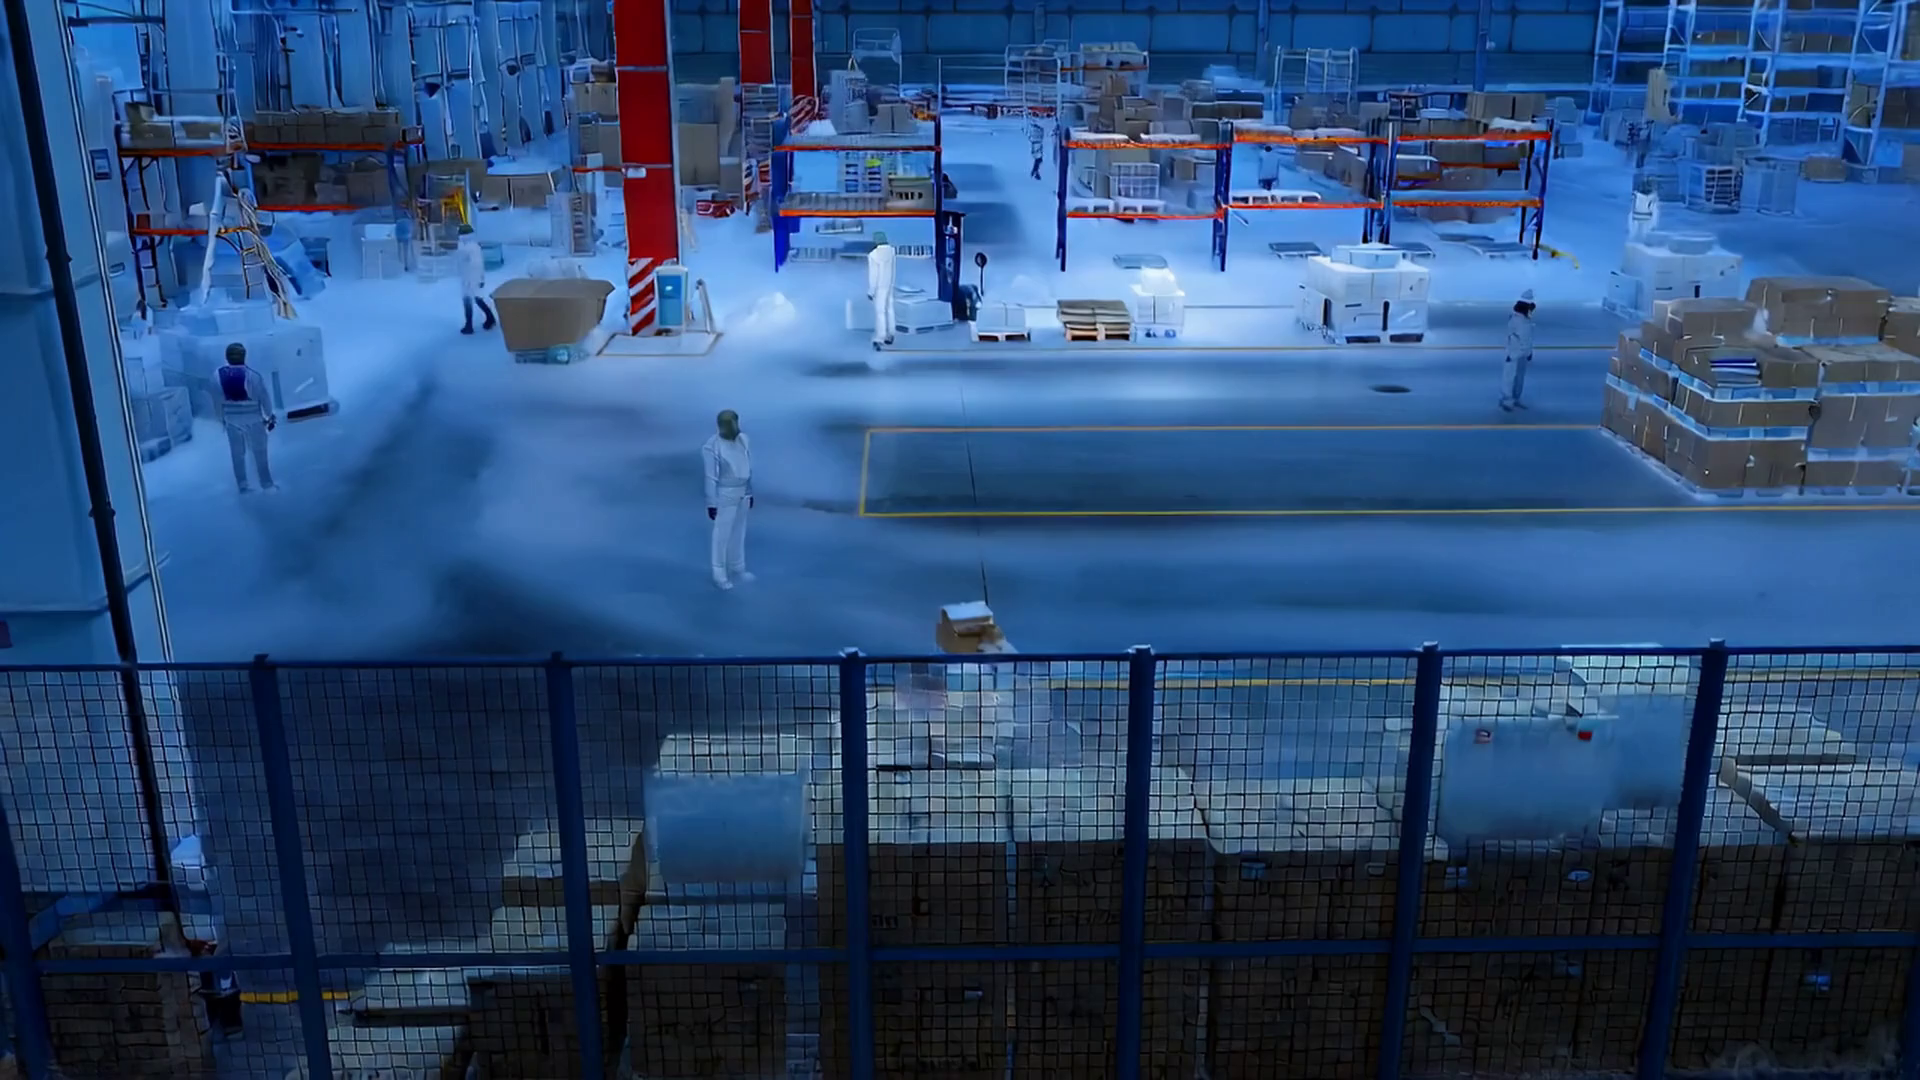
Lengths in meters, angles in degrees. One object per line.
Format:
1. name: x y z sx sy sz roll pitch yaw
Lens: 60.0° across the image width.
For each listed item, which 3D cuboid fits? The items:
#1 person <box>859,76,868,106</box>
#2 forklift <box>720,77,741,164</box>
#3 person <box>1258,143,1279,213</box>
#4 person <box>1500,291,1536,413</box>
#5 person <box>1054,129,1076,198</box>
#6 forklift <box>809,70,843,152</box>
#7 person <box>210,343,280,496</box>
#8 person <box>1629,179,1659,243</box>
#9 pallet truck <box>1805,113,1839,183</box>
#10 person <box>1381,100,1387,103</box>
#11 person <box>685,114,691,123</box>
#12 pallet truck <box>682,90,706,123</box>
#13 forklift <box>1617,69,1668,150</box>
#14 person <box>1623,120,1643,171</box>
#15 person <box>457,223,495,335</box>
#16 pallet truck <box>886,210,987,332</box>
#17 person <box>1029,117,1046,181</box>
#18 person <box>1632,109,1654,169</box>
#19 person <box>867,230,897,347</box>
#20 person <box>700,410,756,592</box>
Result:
1. person: -4.177 -19.120 72.067 0.379 1.931 0.625 3 19 7
2. forklift: -7.576 -13.878 55.042 1.873 2.768 1.129 -1 19 -1
3. person: 8.080 -9.562 43.736 0.589 1.910 0.442 -3 19 -10
4. person: 7.934 -2.663 23.539 0.480 1.734 0.330 -13 22 -33
5. person: 2.959 -10.633 46.895 0.642 1.919 0.568 -3 19 -9
6. forklift: -4.390 -15.230 59.051 1.873 2.768 1.129 1 19 3
7. person: -8.460 -1.425 19.699 0.619 1.845 0.430 1 19 2
8. person: 14.563 -6.750 35.450 0.586 1.869 0.529 17 25 41
9. pallet truck: 26.403 -11.957 50.702 0.823 1.965 1.885 6 19 16
10. person: 15.694 -15.502 61.804 0.521 1.620 0.573 -4 19 -12
11. person: -8.918 -13.144 54.686 0.317 1.695 0.540 3 19 8
12. pallet truck: -9.671 -15.907 62.421 0.823 1.965 1.885 5 19 15
13. forklift: 24.781 -15.375 59.481 1.873 2.768 1.129 -1 19 -1
14. person: 21.585 -12.634 53.302 0.518 1.617 0.383 -4 19 -12
15. person: -8.444 -4.555 28.865 0.554 1.924 0.681 9 21 26
16. pallet truck: -0.493 -4.759 29.349 1.885 1.965 0.823 -13 23 -34
17. person: 2.345 -12.029 51.075 0.543 1.905 0.835 -8 20 -22
18. person: 22.186 -12.998 53.930 0.397 1.911 0.587 -8 20 -23
19. person: -1.315 -4.195 27.768 0.377 1.940 0.629 16 24 38
20. person: -2.293 -0.412 16.695 0.429 1.841 0.633 13 23 34
